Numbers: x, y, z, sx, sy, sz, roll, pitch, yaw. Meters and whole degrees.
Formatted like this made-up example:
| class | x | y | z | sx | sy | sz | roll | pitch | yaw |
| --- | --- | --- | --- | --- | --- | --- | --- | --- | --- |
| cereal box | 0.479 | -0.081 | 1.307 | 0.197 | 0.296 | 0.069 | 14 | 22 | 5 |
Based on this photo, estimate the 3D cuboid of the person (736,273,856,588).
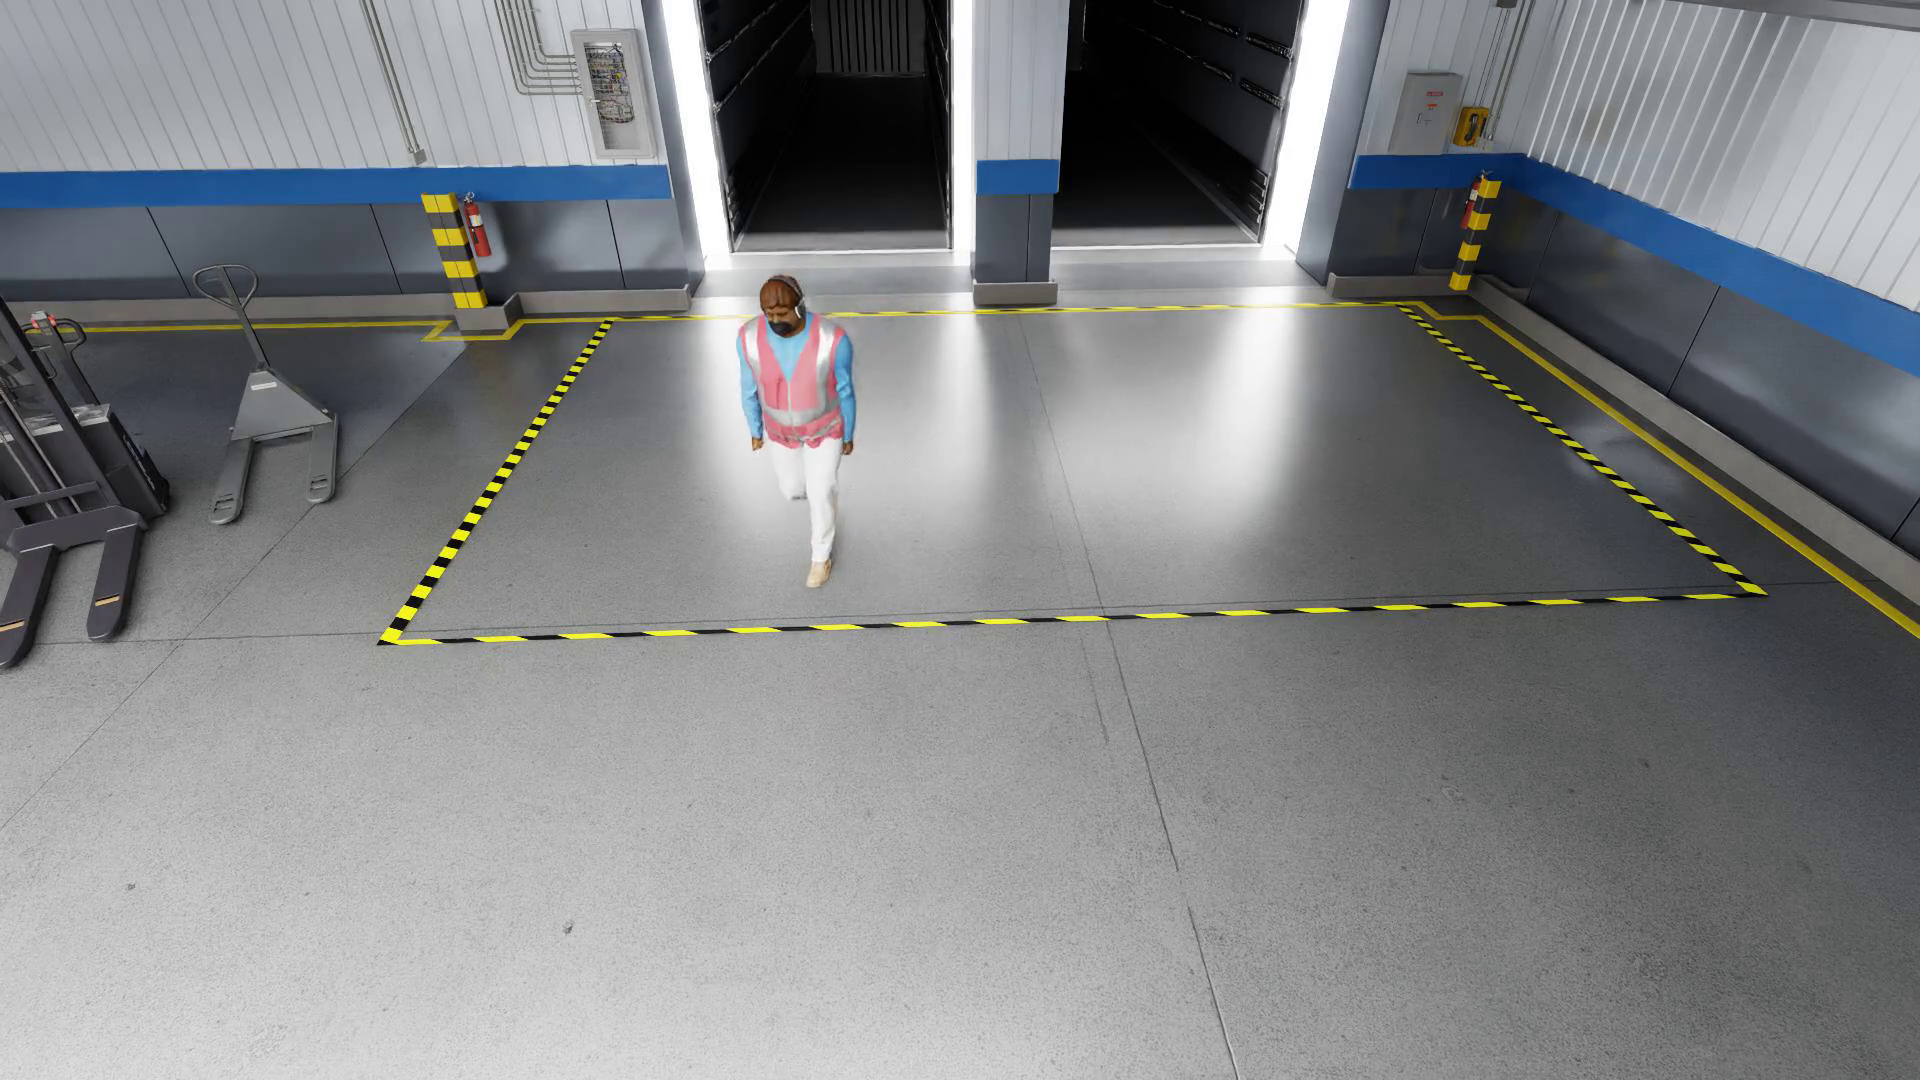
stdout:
| class | x | y | z | sx | sy | sz | roll | pitch | yaw |
| --- | --- | --- | --- | --- | --- | --- | --- | --- | --- |
| person | -0.859 | -0.661 | 5.125 | 0.636 | 1.798 | 0.780 | 4 | 35 | 6 |

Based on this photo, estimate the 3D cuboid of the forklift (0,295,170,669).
| class | x | y | z | sx | sy | sz | roll | pitch | yaw |
| --- | --- | --- | --- | --- | --- | --- | --- | --- | --- |
| forklift | -5.212 | -0.618 | 4.878 | 0.823 | 1.965 | 1.885 | -20 | 39 | -26 |

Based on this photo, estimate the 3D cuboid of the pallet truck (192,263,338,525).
| class | x | y | z | sx | sy | sz | roll | pitch | yaw |
| --- | --- | --- | --- | --- | --- | --- | --- | --- | --- |
| pallet truck | -4.778 | -1.027 | 6.128 | 0.680 | 1.201 | 1.601 | -17 | 38 | -23 |
